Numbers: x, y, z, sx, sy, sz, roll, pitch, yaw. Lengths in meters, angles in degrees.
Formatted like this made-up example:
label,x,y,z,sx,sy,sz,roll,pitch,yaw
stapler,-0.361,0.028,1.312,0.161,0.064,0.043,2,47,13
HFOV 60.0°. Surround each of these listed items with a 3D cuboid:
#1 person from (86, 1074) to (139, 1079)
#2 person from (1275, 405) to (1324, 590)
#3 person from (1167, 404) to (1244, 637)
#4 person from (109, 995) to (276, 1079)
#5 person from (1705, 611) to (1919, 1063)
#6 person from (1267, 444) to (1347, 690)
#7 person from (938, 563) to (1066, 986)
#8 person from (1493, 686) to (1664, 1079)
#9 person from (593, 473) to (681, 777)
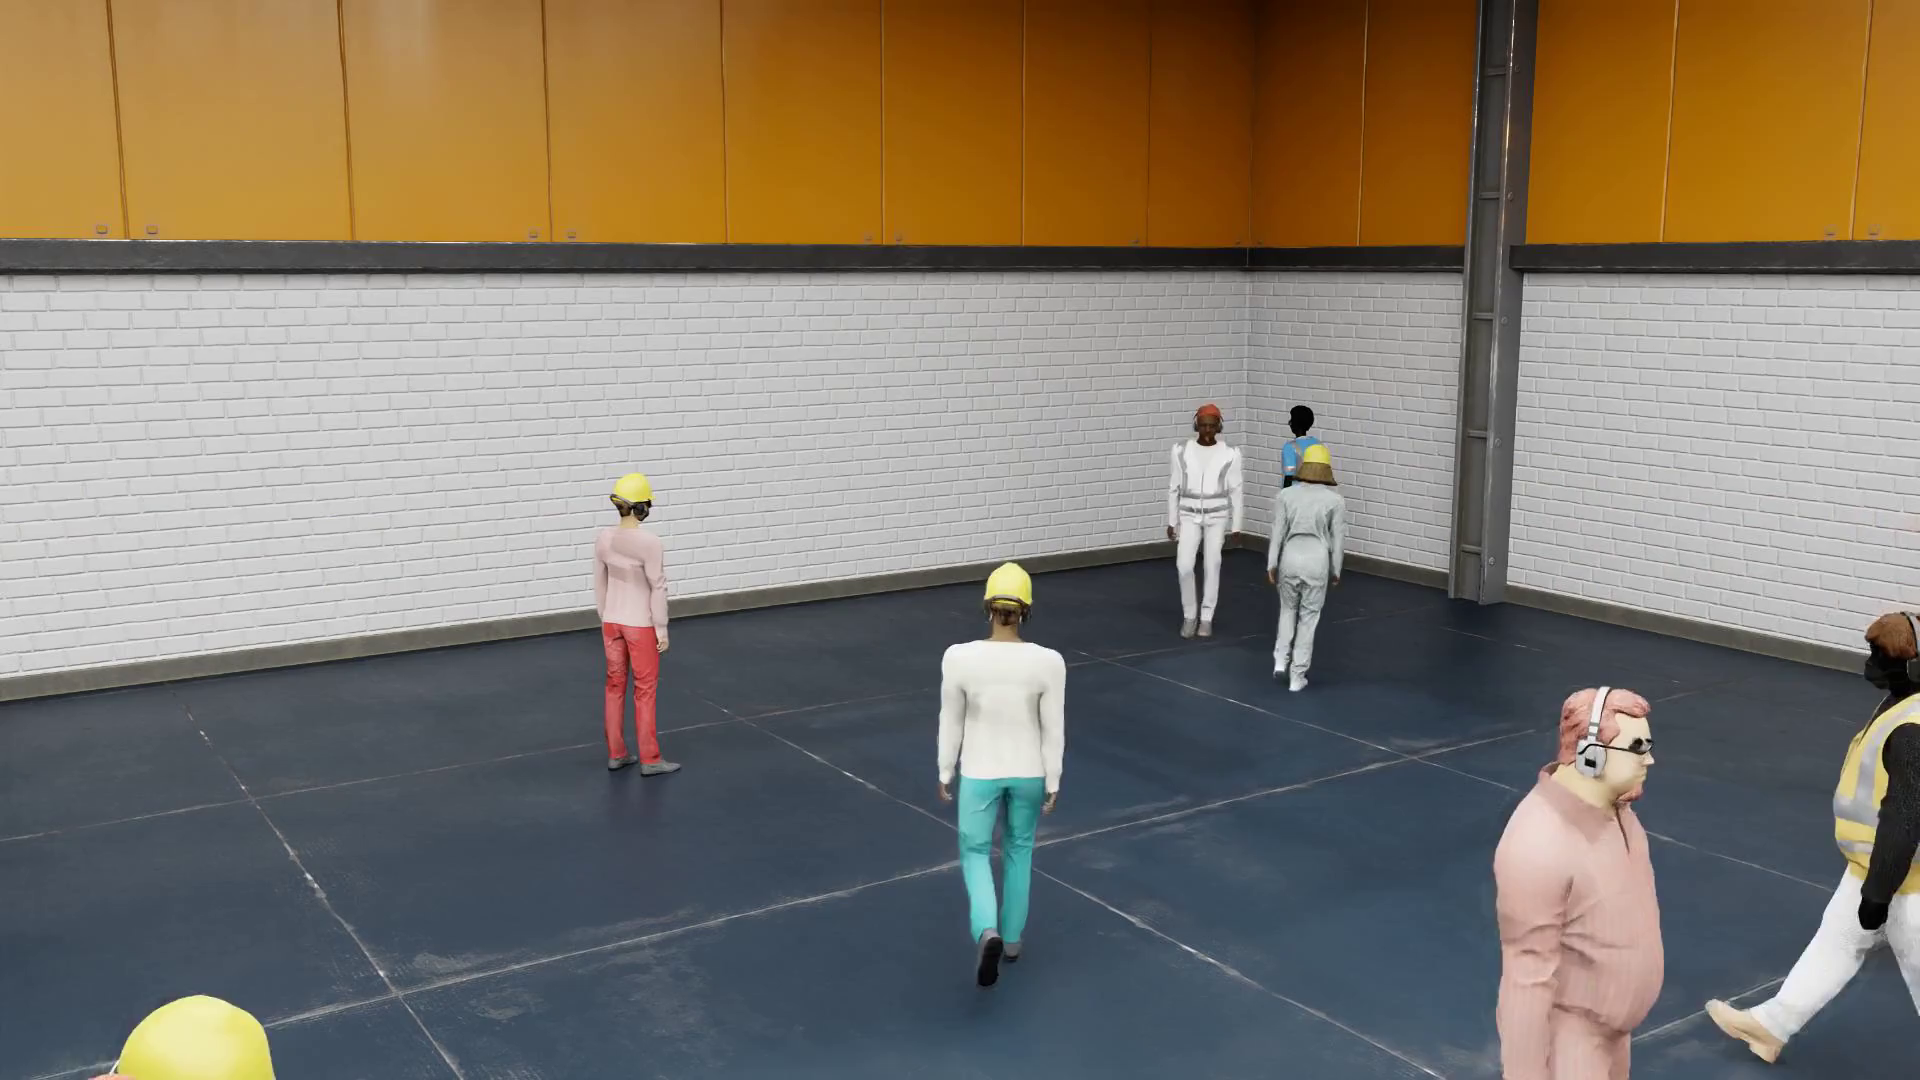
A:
label,x,y,z,sx,sy,sz,roll,pitch,yaw
person,-0.876,1.641,2.015,0.684,2.009,0.623,4,10,24
person,3.081,-0.373,15.087,0.531,1.698,0.320,-8,12,-41
person,1.934,-0.137,13.143,0.602,1.864,0.589,2,10,13
person,-1.231,1.617,2.739,0.427,1.815,0.605,6,11,31
person,3.176,1.119,5.829,0.956,1.787,0.634,5,11,30
person,2.422,0.191,11.609,0.515,1.713,0.414,4,10,23
person,0.176,0.969,6.865,0.526,1.741,0.666,0,9,-2
person,1.592,1.295,4.494,0.685,1.886,0.643,7,12,38
person,-1.894,0.490,9.678,0.526,1.769,0.329,6,11,33
